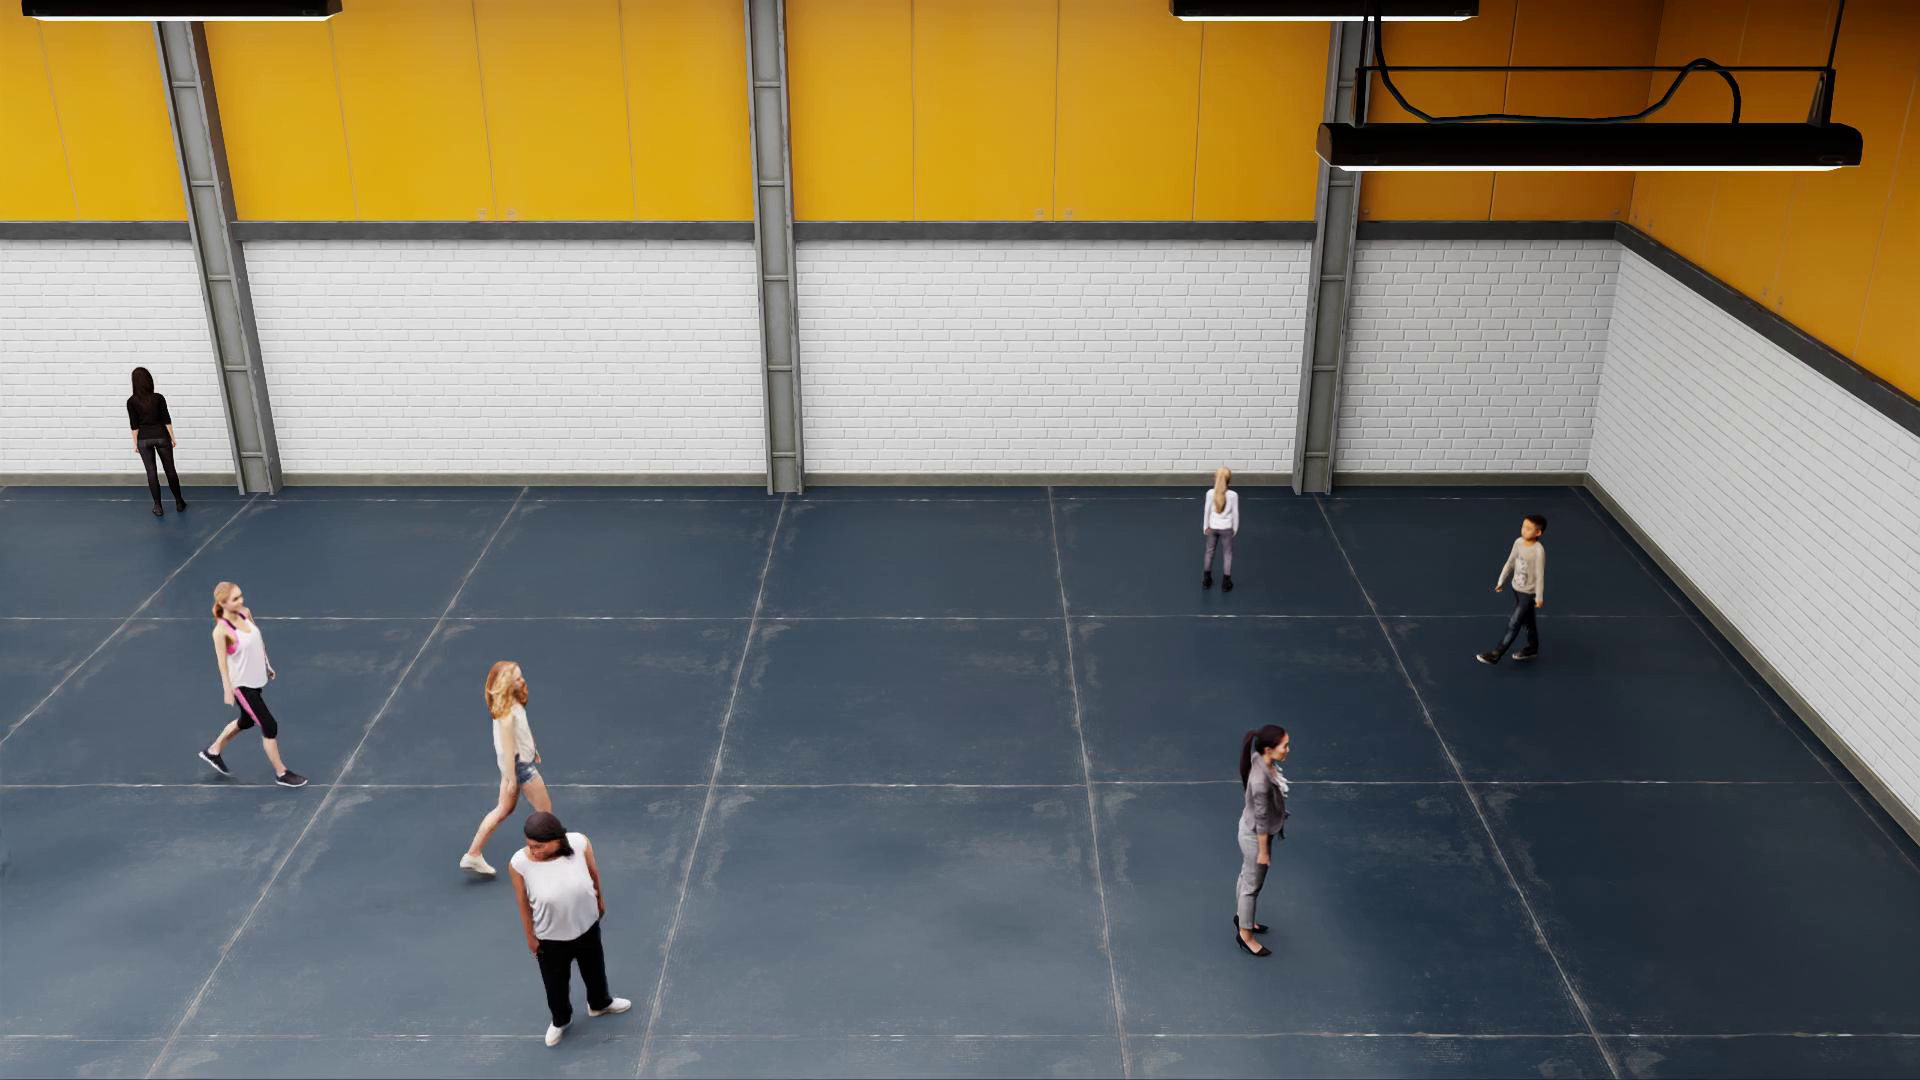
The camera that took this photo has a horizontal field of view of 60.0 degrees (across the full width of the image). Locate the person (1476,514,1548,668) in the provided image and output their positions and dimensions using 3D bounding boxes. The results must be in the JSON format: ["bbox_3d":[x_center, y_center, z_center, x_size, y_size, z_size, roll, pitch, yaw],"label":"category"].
[{"bbox_3d":[5.120,0.452,14.863,1.006,1.438,0.751,-7,25,-16],"label":"person"}]

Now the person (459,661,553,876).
[{"bbox_3d":[-3.237,1.648,11.770,1.185,1.723,0.822,-7,25,-16],"label":"person"}]

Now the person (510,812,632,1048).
[{"bbox_3d":[-2.382,2.328,10.281,0.810,1.671,0.962,-20,31,-39],"label":"person"}]

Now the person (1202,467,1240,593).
[{"bbox_3d":[2.559,-0.116,16.364,0.533,1.276,0.621,11,26,23],"label":"person"}]

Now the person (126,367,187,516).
[{"bbox_3d":[-8.782,-1.080,18.115,0.602,1.639,0.719,-12,27,-26],"label":"person"}]

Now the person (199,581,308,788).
[{"bbox_3d":[-5.630,1.124,12.929,1.130,1.756,0.685,2,24,5],"label":"person"}]

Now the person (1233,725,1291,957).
[{"bbox_3d":[1.982,1.972,11.083,0.620,1.680,0.646,3,24,8],"label":"person"}]
